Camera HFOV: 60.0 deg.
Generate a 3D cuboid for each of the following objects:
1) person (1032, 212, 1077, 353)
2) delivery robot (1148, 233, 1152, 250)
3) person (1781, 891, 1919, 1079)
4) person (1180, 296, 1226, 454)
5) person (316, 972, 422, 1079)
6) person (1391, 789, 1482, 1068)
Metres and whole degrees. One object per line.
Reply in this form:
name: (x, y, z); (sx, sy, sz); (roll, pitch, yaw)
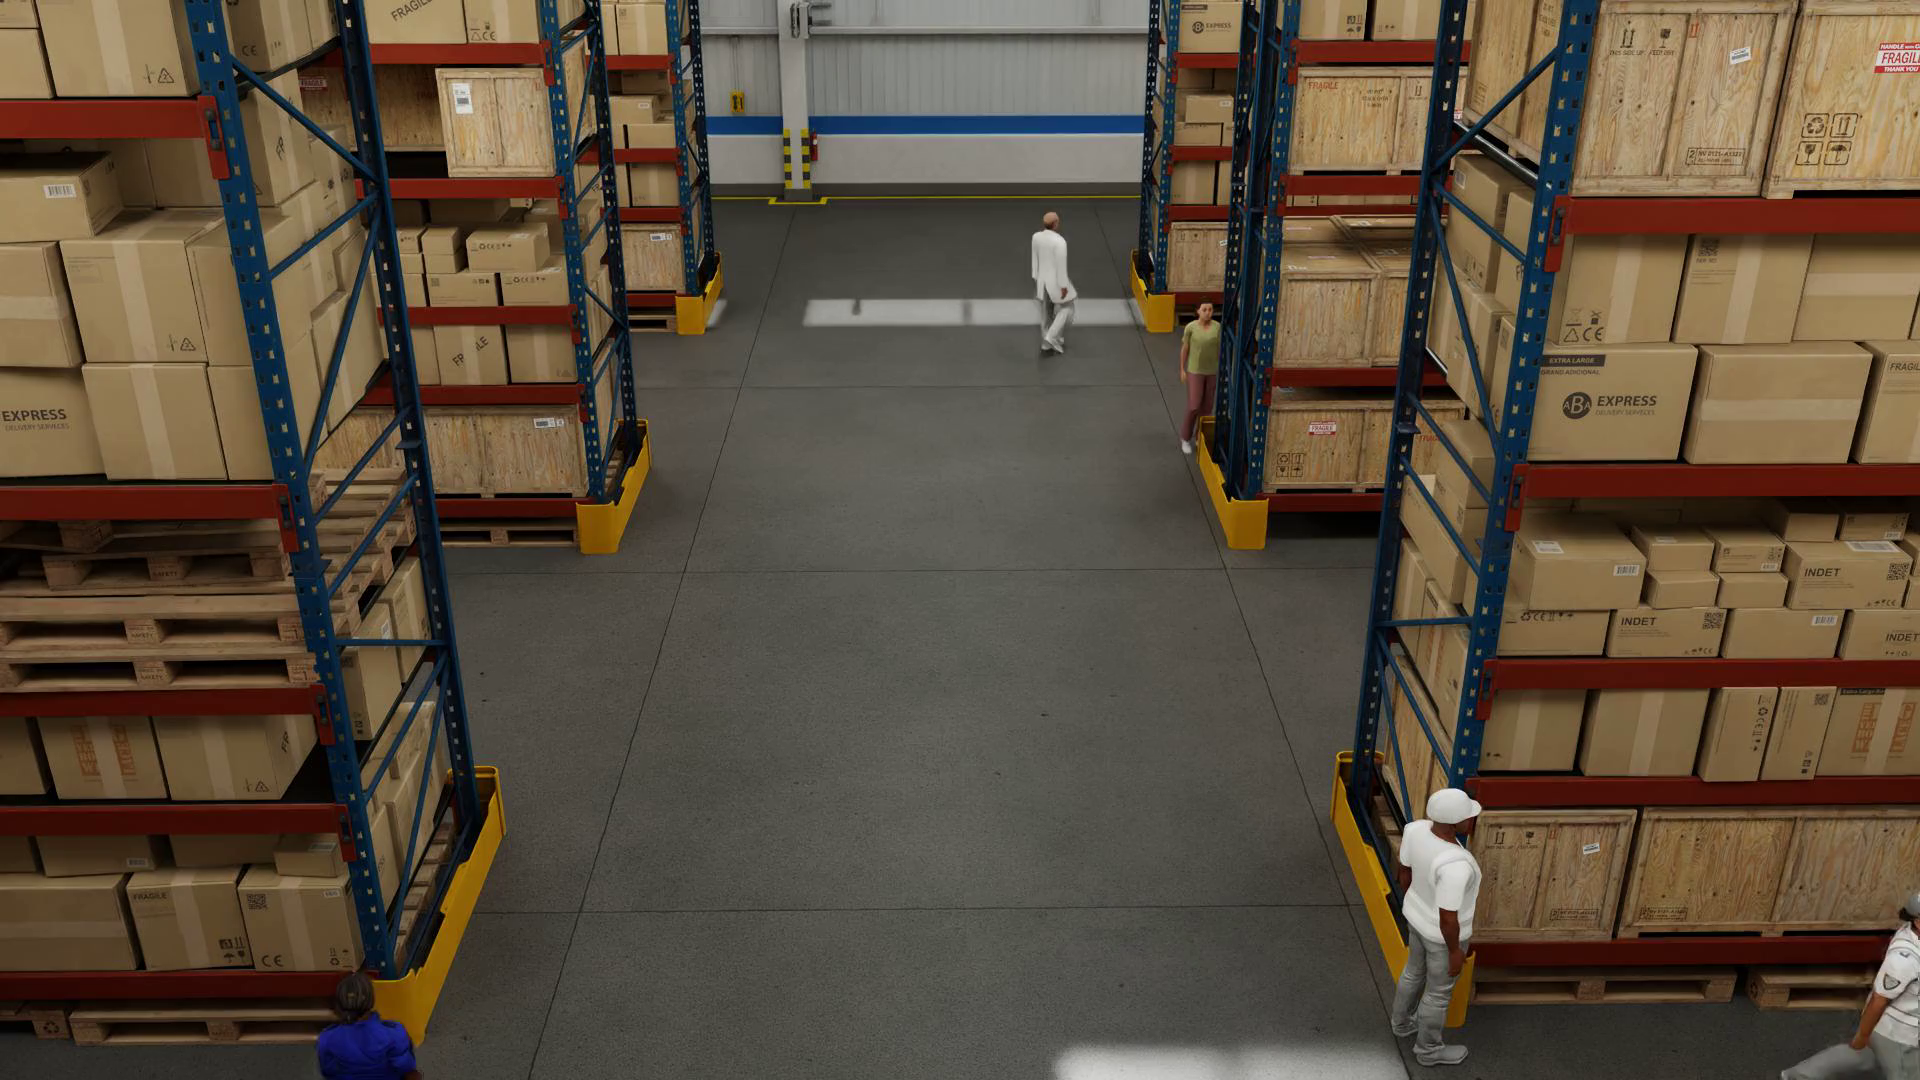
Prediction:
person: (1.158, -3.225, 20.746); (0.617, 1.783, 0.550); (22, 33, 38)
delivery robot: (3.130, -4.455, 24.990); (0.737, 0.535, 0.667); (-16, 30, -31)
person: (4.912, 2.509, 8.640); (0.990, 1.618, 0.475); (18, 31, 34)
person: (2.613, -1.770, 17.779); (0.465, 1.687, 0.439); (-5, 26, -11)
person: (-2.808, 2.769, 8.036); (0.465, 1.661, 0.470); (-1, 25, -2)
person: (2.689, 2.140, 9.300); (0.408, 1.769, 0.566); (-7, 26, -15)
